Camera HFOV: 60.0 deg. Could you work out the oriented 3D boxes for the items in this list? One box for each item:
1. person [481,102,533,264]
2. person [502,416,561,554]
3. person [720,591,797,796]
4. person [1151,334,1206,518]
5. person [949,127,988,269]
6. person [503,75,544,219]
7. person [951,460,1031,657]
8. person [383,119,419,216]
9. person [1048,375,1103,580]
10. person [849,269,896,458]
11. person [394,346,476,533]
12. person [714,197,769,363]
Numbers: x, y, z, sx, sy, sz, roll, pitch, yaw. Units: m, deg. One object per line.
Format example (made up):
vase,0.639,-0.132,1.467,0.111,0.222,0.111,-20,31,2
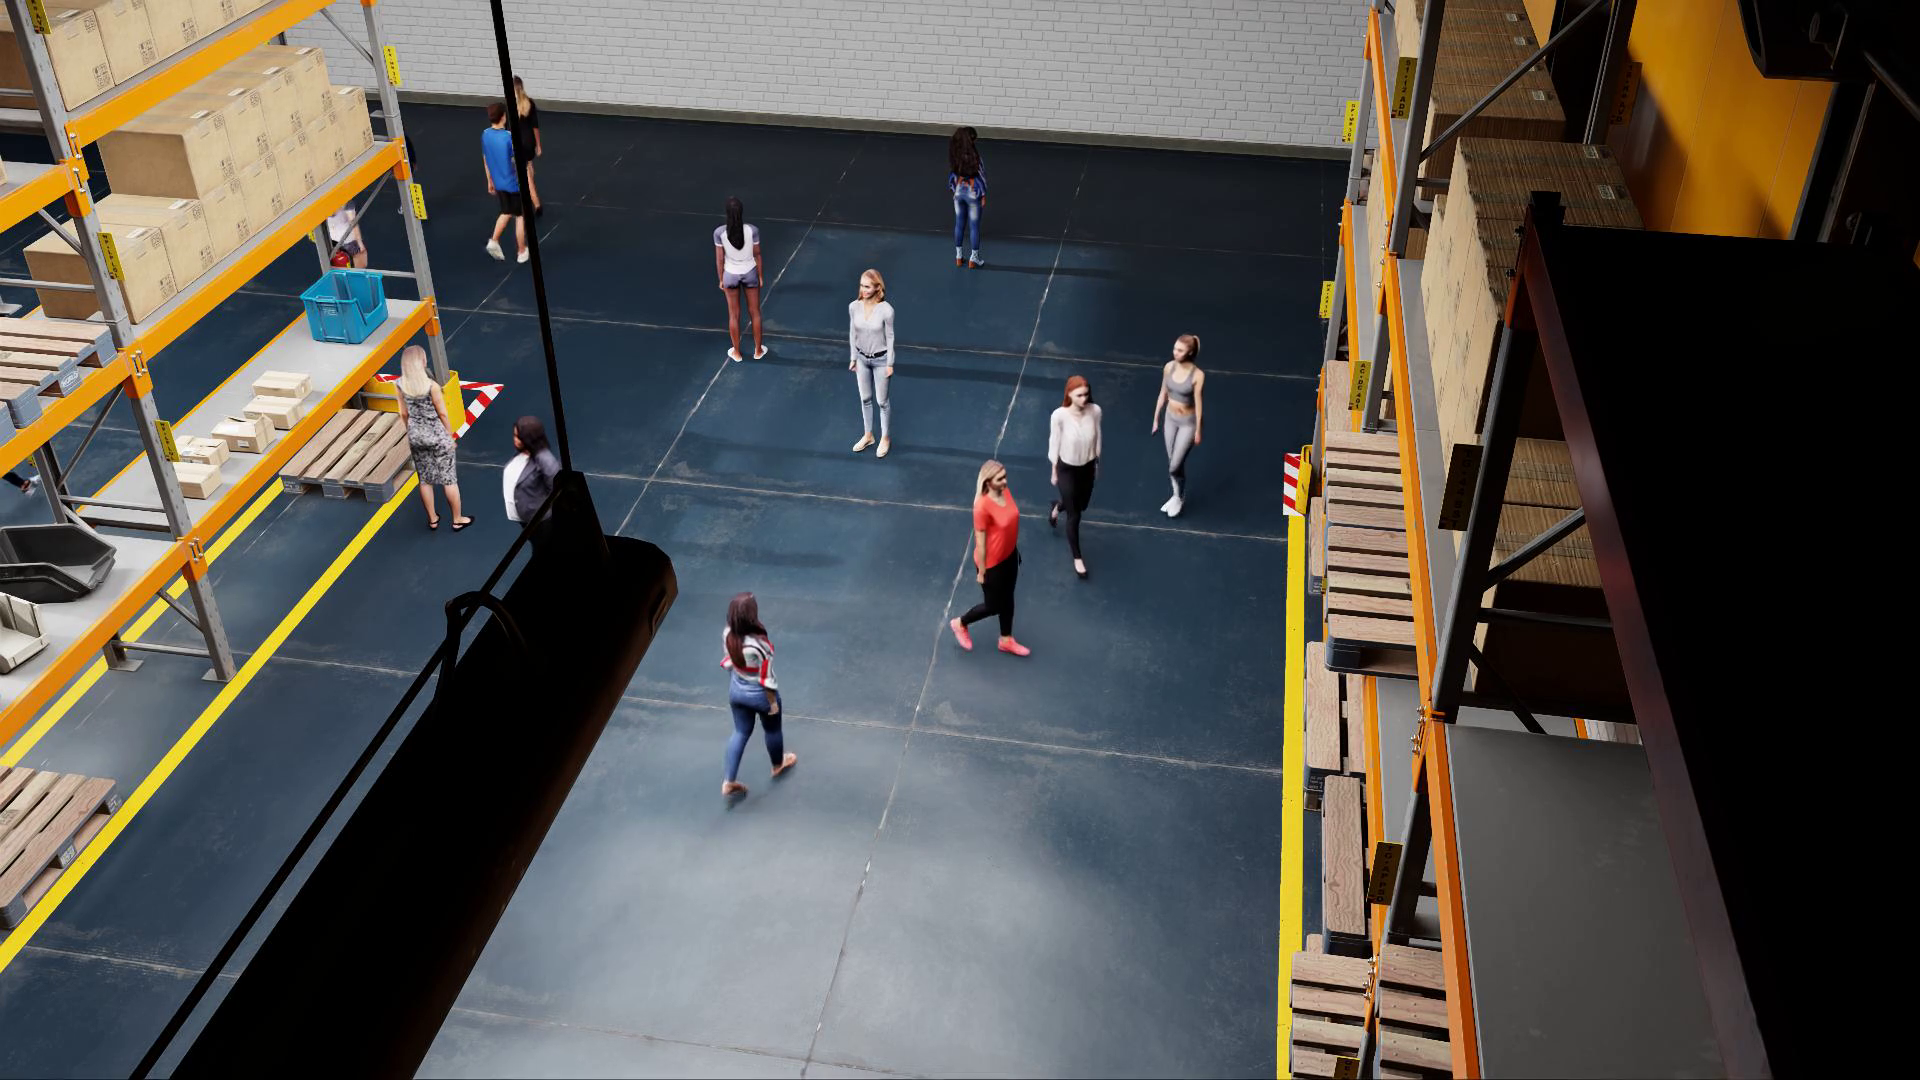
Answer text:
person,-5.042,-3.909,18.387,0.803,1.852,1.002,15,36,21
person,-3.333,-0.268,13.139,0.846,1.598,0.799,-26,42,-33
person,-1.439,1.056,11.147,0.814,1.597,0.997,19,38,26
person,1.927,-0.996,14.149,0.699,1.691,0.741,28,43,35
person,0.091,-3.809,18.450,0.674,1.616,0.659,18,38,25
person,-5.128,-4.590,19.620,1.041,1.621,1.084,-22,40,-30
person,0.209,0.136,12.453,0.827,1.683,0.865,17,37,24
person,-6.617,-4.434,19.745,0.613,1.223,0.689,-26,42,-34
person,0.901,-0.578,13.479,0.947,1.738,1.119,-12,35,-17
person,-0.783,-1.604,14.969,0.636,1.796,0.586,14,36,20
person,-4.435,-0.830,13.890,0.560,1.702,0.485,6,34,9
person,-2.181,-2.595,16.527,0.685,1.722,0.685,-6,34,-9
